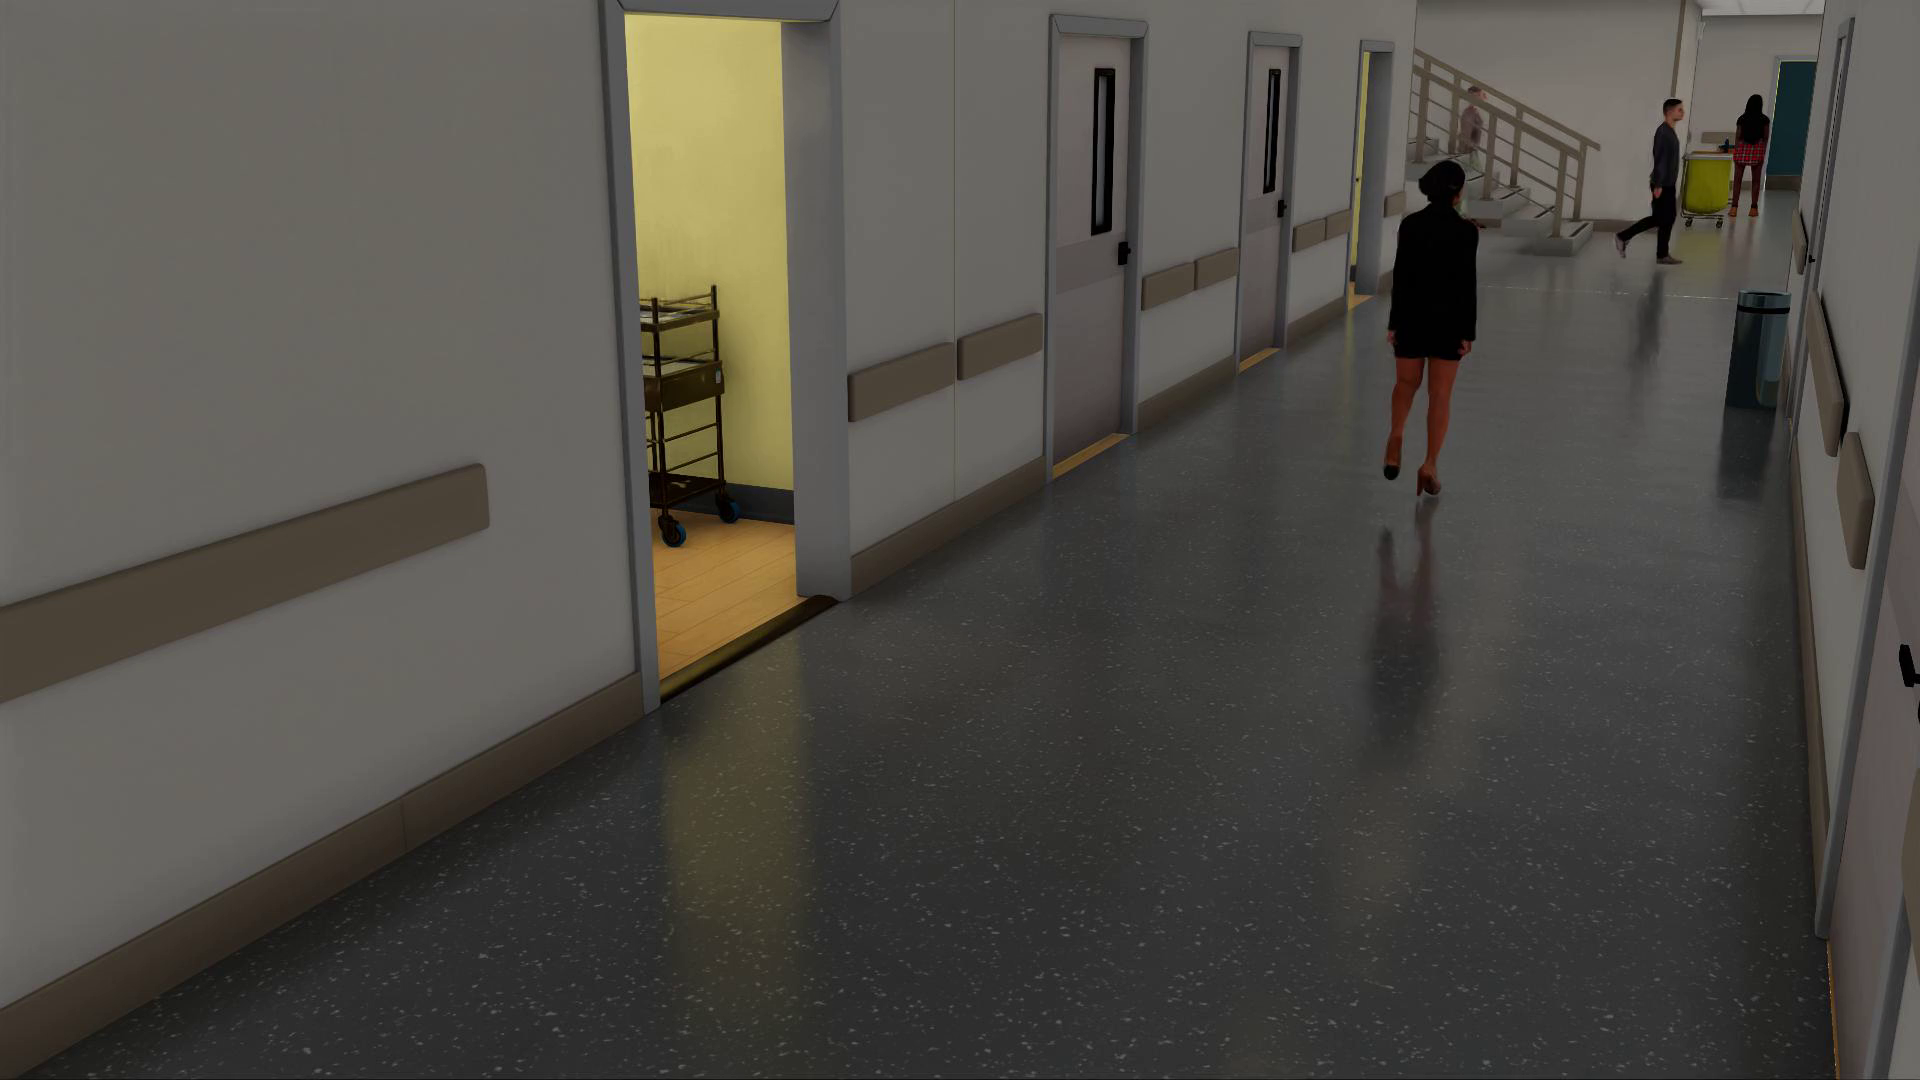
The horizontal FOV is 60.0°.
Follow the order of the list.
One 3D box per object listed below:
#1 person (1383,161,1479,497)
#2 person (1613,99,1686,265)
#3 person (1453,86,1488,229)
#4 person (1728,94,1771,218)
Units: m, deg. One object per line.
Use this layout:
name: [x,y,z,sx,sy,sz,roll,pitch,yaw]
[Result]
person: [2.242,-0.985,8.014,0.700,1.631,0.686,10,19,31]
person: [7.500,-3.844,17.948,0.975,1.743,0.665,9,18,28]
person: [6.670,-5.086,22.150,0.732,1.853,0.746,5,17,18]
person: [11.449,-5.575,24.114,0.541,1.729,0.676,6,17,20]
